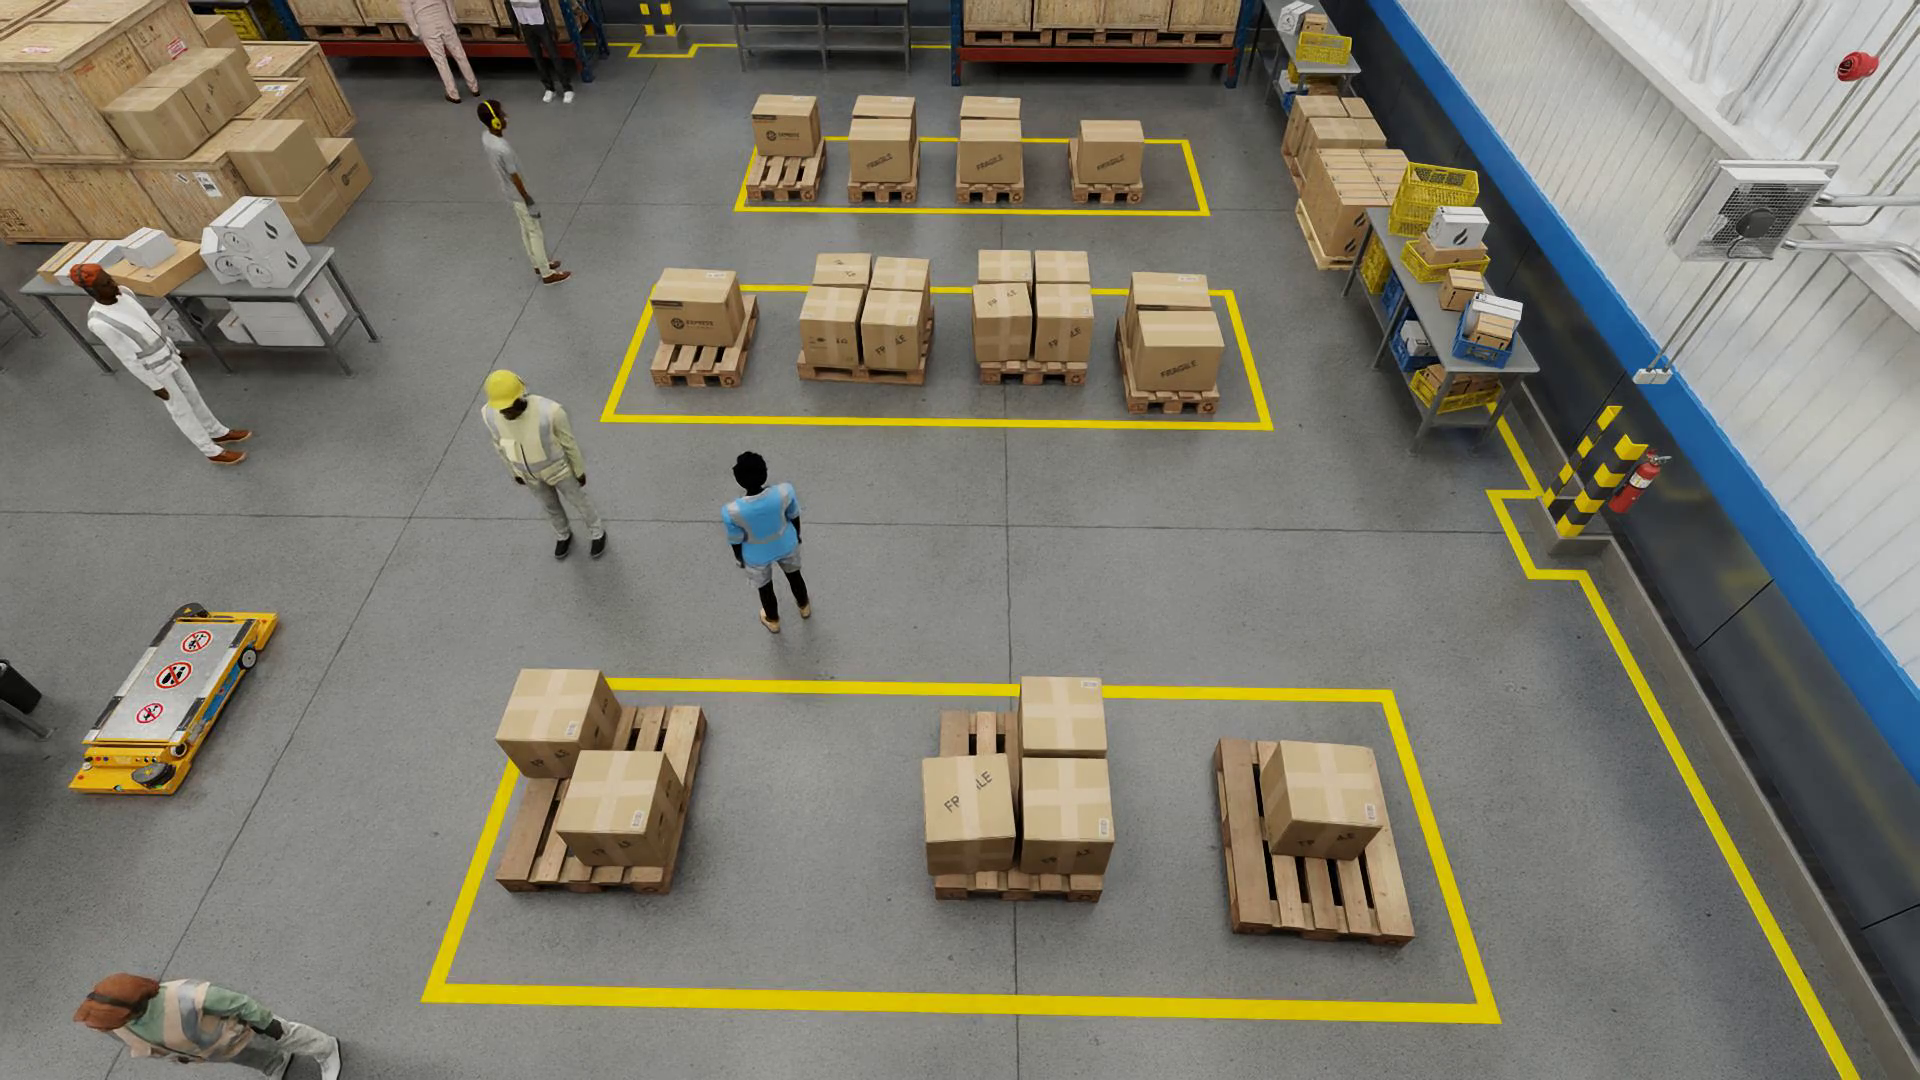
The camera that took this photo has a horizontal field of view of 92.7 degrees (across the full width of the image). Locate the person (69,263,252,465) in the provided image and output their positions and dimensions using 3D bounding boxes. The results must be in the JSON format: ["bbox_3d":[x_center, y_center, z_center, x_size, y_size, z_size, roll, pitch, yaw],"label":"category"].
[{"bbox_3d":[-6.537,-1.425,7.506,0.361,1.882,0.575,-11,51,-9],"label":"person"}]

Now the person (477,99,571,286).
[{"bbox_3d":[-4.440,-3.483,9.267,0.335,1.863,0.514,-33,57,-25],"label":"person"}]

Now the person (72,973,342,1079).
[{"bbox_3d":[-3.583,2.394,4.433,0.523,1.636,0.311,-10,51,-9],"label":"person"}]

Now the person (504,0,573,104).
[{"bbox_3d":[-5.582,-6.753,12.002,0.599,1.908,0.400,3,50,2],"label":"person"}]

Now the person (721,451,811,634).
[{"bbox_3d":[-1.332,0.040,6.387,0.541,1.696,0.315,-25,54,-19],"label":"person"}]

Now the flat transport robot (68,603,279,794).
[{"bbox_3d":[-5.504,1.072,6.442,0.652,0.197,1.431,1,50,1],"label":"flat transport robot"}]

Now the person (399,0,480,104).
[{"bbox_3d":[-6.899,-6.759,12.008,0.639,1.903,0.407,-36,58,-26],"label":"person"}]

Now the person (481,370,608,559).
[{"bbox_3d":[-3.077,-0.538,6.797,0.584,1.823,0.403,0,50,0],"label":"person"}]
